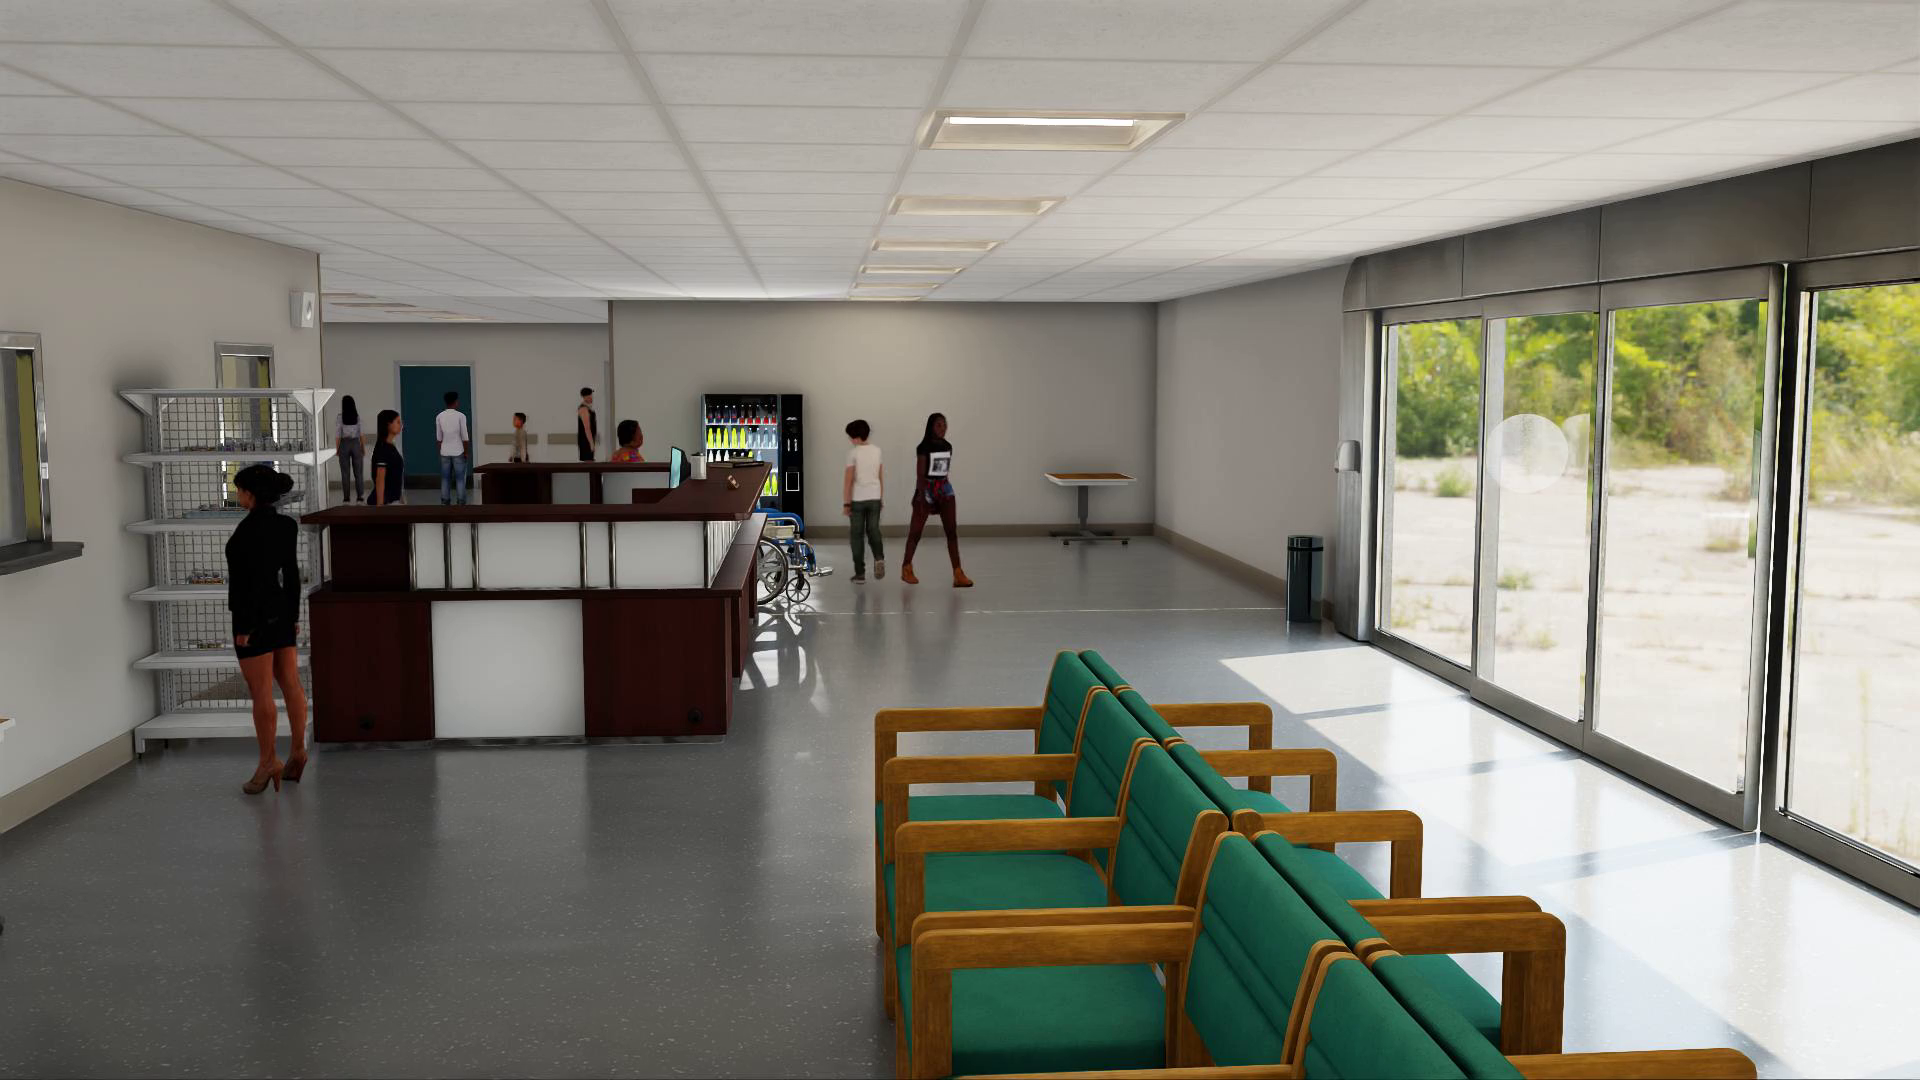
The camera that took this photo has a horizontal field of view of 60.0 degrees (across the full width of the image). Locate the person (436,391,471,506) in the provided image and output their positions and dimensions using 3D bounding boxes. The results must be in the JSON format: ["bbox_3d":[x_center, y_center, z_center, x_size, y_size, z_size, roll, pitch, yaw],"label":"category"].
[{"bbox_3d":[-7.744,-1.363,25.375,0.575,1.815,0.747,1,6,7],"label":"person"}]

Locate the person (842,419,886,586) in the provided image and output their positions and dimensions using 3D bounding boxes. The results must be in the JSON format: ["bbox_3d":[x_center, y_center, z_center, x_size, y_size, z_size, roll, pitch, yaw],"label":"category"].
[{"bbox_3d":[-0.926,-0.353,16.269,0.856,1.629,0.836,-2,6,-19],"label":"person"}]

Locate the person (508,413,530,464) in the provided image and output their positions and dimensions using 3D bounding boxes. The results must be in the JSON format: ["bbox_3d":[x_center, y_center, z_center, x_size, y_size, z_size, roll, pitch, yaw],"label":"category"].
[{"bbox_3d":[-6.932,-1.290,26.456,0.638,1.454,0.632,-3,7,-30],"label":"person"}]

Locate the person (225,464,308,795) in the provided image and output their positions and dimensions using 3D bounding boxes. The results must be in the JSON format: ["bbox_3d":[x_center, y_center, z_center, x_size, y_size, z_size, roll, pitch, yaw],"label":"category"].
[{"bbox_3d":[-3.480,0.438,8.345,0.715,1.641,0.671,2,6,17],"label":"person"}]

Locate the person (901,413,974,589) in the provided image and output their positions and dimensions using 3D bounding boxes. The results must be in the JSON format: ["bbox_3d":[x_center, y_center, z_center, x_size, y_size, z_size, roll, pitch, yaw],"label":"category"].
[{"bbox_3d":[-0.327,-0.356,16.066,1.143,1.676,1.067,-5,7,-40],"label":"person"}]

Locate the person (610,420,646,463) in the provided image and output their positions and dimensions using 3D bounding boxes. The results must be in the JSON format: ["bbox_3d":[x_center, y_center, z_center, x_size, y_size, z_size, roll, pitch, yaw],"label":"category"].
[{"bbox_3d":[-3.156,-0.298,15.617,1.271,1.649,0.944,-3,6,-27],"label":"person"}]

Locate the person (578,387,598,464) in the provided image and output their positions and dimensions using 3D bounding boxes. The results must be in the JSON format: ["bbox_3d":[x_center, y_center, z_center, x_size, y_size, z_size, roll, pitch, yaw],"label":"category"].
[{"bbox_3d":[-6.346,-1.672,28.296,0.622,1.846,0.836,-3,6,-26],"label":"person"}]

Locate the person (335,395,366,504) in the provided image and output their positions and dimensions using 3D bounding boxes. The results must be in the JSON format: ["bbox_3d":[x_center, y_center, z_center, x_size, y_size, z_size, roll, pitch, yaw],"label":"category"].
[{"bbox_3d":[-9.840,-1.469,26.829,0.573,1.734,0.728,-2,6,-22],"label":"person"}]

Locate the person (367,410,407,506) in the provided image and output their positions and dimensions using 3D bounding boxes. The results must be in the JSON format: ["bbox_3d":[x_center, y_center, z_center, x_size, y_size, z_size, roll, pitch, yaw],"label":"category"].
[{"bbox_3d":[-5.270,-0.286,15.004,0.723,1.747,0.670,-2,6,-20],"label":"person"}]
